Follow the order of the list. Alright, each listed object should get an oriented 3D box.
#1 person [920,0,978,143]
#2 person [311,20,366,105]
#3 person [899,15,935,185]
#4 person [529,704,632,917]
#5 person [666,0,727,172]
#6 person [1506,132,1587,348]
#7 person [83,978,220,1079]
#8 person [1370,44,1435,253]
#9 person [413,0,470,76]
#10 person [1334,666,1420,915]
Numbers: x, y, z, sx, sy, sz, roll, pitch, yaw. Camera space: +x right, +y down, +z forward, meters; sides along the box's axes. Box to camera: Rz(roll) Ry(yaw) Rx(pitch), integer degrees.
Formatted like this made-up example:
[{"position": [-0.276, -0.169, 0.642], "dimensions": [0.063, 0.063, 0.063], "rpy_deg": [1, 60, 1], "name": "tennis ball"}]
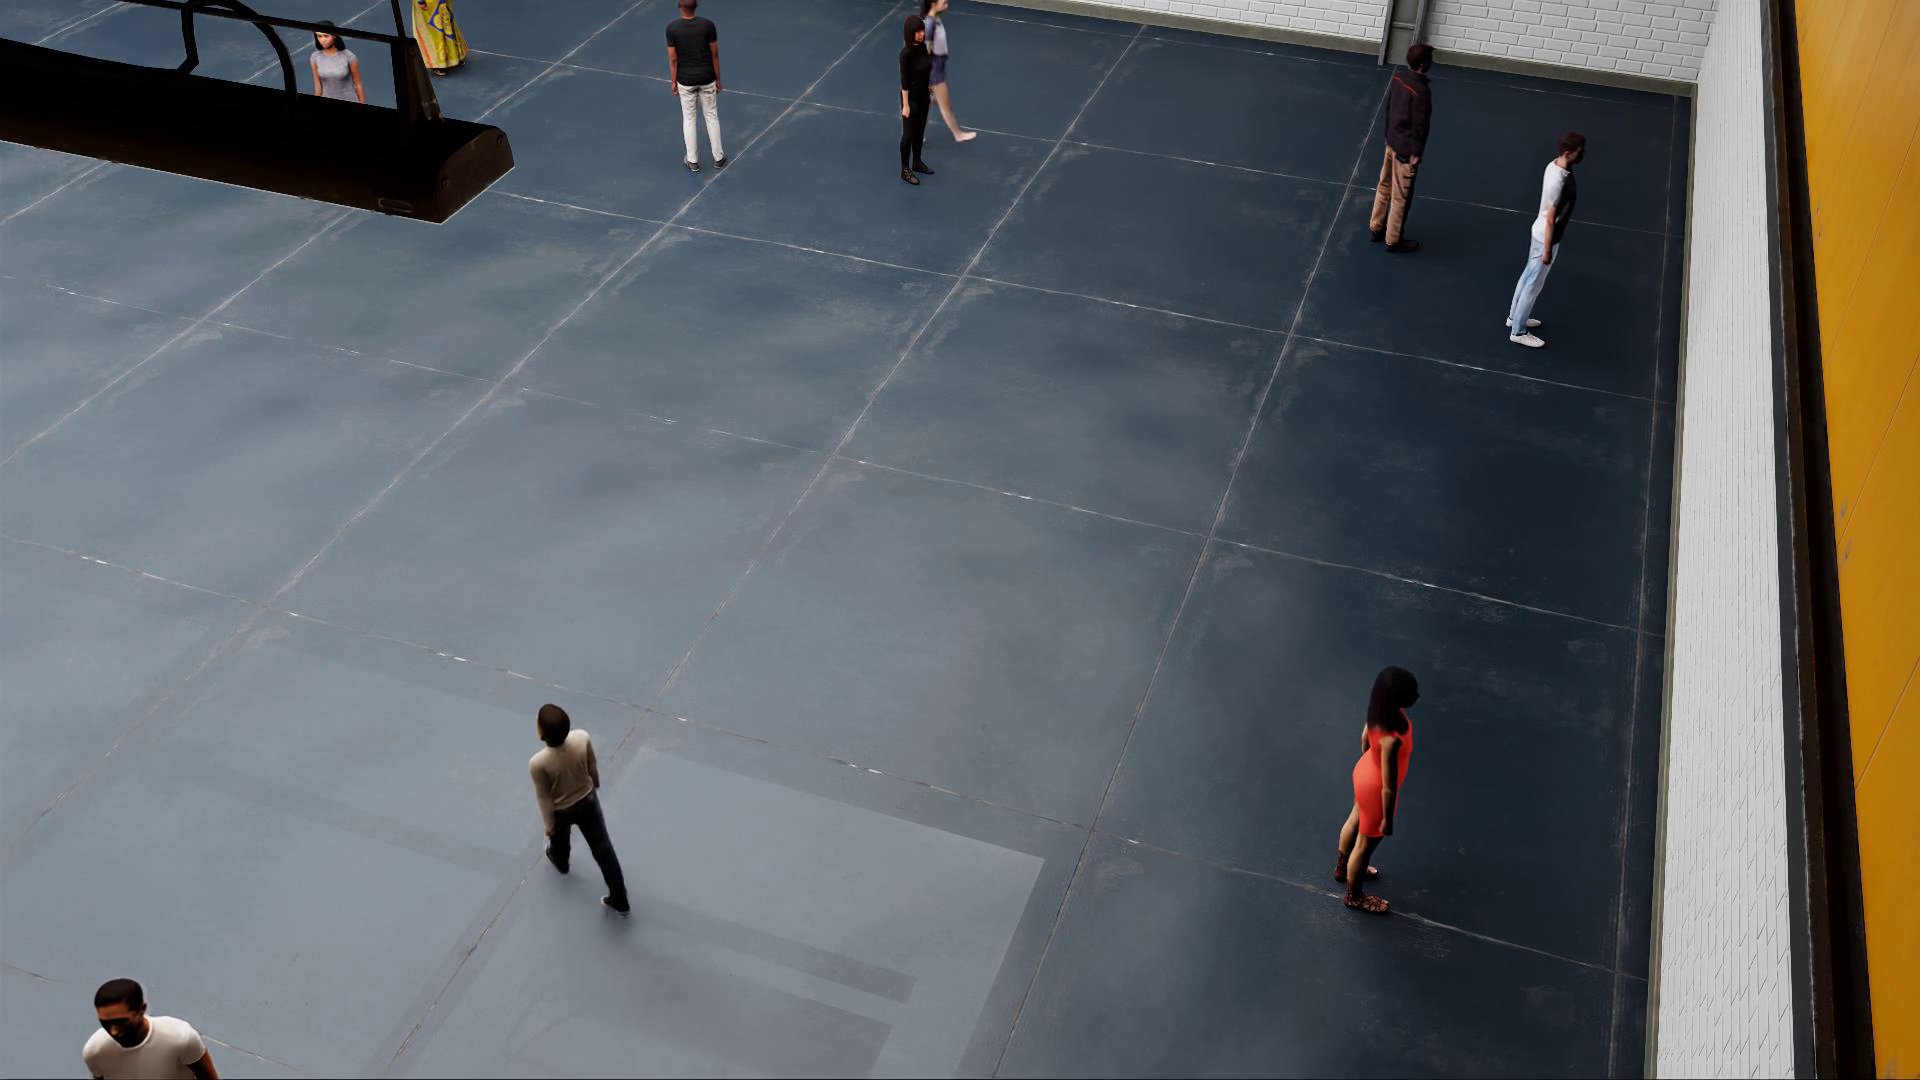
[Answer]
[{"position": [-0.358, -4.751, 16.793], "dimensions": [1.072, 1.611, 0.808], "rpy_deg": [1, 39, 1], "name": "person"}, {"position": [-5.842, -4.061, 15.792], "dimensions": [0.605, 1.781, 0.719], "rpy_deg": [-5, 39, -6], "name": "person"}, {"position": [-0.445, -4.316, 16.224], "dimensions": [0.577, 1.641, 0.634], "rpy_deg": [23, 44, 26], "name": "person"}, {"position": [-2.078, 1.495, 9.114], "dimensions": [0.890, 1.433, 1.081], "rpy_deg": [-28, 46, -30], "name": "person"}, {"position": [-2.590, -4.507, 16.332], "dimensions": [0.729, 1.805, 0.820], "rpy_deg": [-10, 40, -12], "name": "person"}, {"position": [4.861, -2.517, 13.803], "dimensions": [0.565, 1.851, 0.679], "rpy_deg": [9, 39, 11], "name": "person"}, {"position": [-3.533, 2.568, 7.473], "dimensions": [0.663, 1.804, 0.773], "rpy_deg": [-8, 39, -10], "name": "person"}, {"position": [4.006, -3.551, 15.039], "dimensions": [0.827, 1.925, 0.792], "rpy_deg": [-12, 40, -15], "name": "person"}, {"position": [-5.810, -5.997, 18.313], "dimensions": [0.815, 1.660, 0.887], "rpy_deg": [18, 42, 21], "name": "person"}, {"position": [2.266, 1.348, 9.068], "dimensions": [0.639, 1.719, 0.656], "rpy_deg": [-1, 39, -1], "name": "person"}]
